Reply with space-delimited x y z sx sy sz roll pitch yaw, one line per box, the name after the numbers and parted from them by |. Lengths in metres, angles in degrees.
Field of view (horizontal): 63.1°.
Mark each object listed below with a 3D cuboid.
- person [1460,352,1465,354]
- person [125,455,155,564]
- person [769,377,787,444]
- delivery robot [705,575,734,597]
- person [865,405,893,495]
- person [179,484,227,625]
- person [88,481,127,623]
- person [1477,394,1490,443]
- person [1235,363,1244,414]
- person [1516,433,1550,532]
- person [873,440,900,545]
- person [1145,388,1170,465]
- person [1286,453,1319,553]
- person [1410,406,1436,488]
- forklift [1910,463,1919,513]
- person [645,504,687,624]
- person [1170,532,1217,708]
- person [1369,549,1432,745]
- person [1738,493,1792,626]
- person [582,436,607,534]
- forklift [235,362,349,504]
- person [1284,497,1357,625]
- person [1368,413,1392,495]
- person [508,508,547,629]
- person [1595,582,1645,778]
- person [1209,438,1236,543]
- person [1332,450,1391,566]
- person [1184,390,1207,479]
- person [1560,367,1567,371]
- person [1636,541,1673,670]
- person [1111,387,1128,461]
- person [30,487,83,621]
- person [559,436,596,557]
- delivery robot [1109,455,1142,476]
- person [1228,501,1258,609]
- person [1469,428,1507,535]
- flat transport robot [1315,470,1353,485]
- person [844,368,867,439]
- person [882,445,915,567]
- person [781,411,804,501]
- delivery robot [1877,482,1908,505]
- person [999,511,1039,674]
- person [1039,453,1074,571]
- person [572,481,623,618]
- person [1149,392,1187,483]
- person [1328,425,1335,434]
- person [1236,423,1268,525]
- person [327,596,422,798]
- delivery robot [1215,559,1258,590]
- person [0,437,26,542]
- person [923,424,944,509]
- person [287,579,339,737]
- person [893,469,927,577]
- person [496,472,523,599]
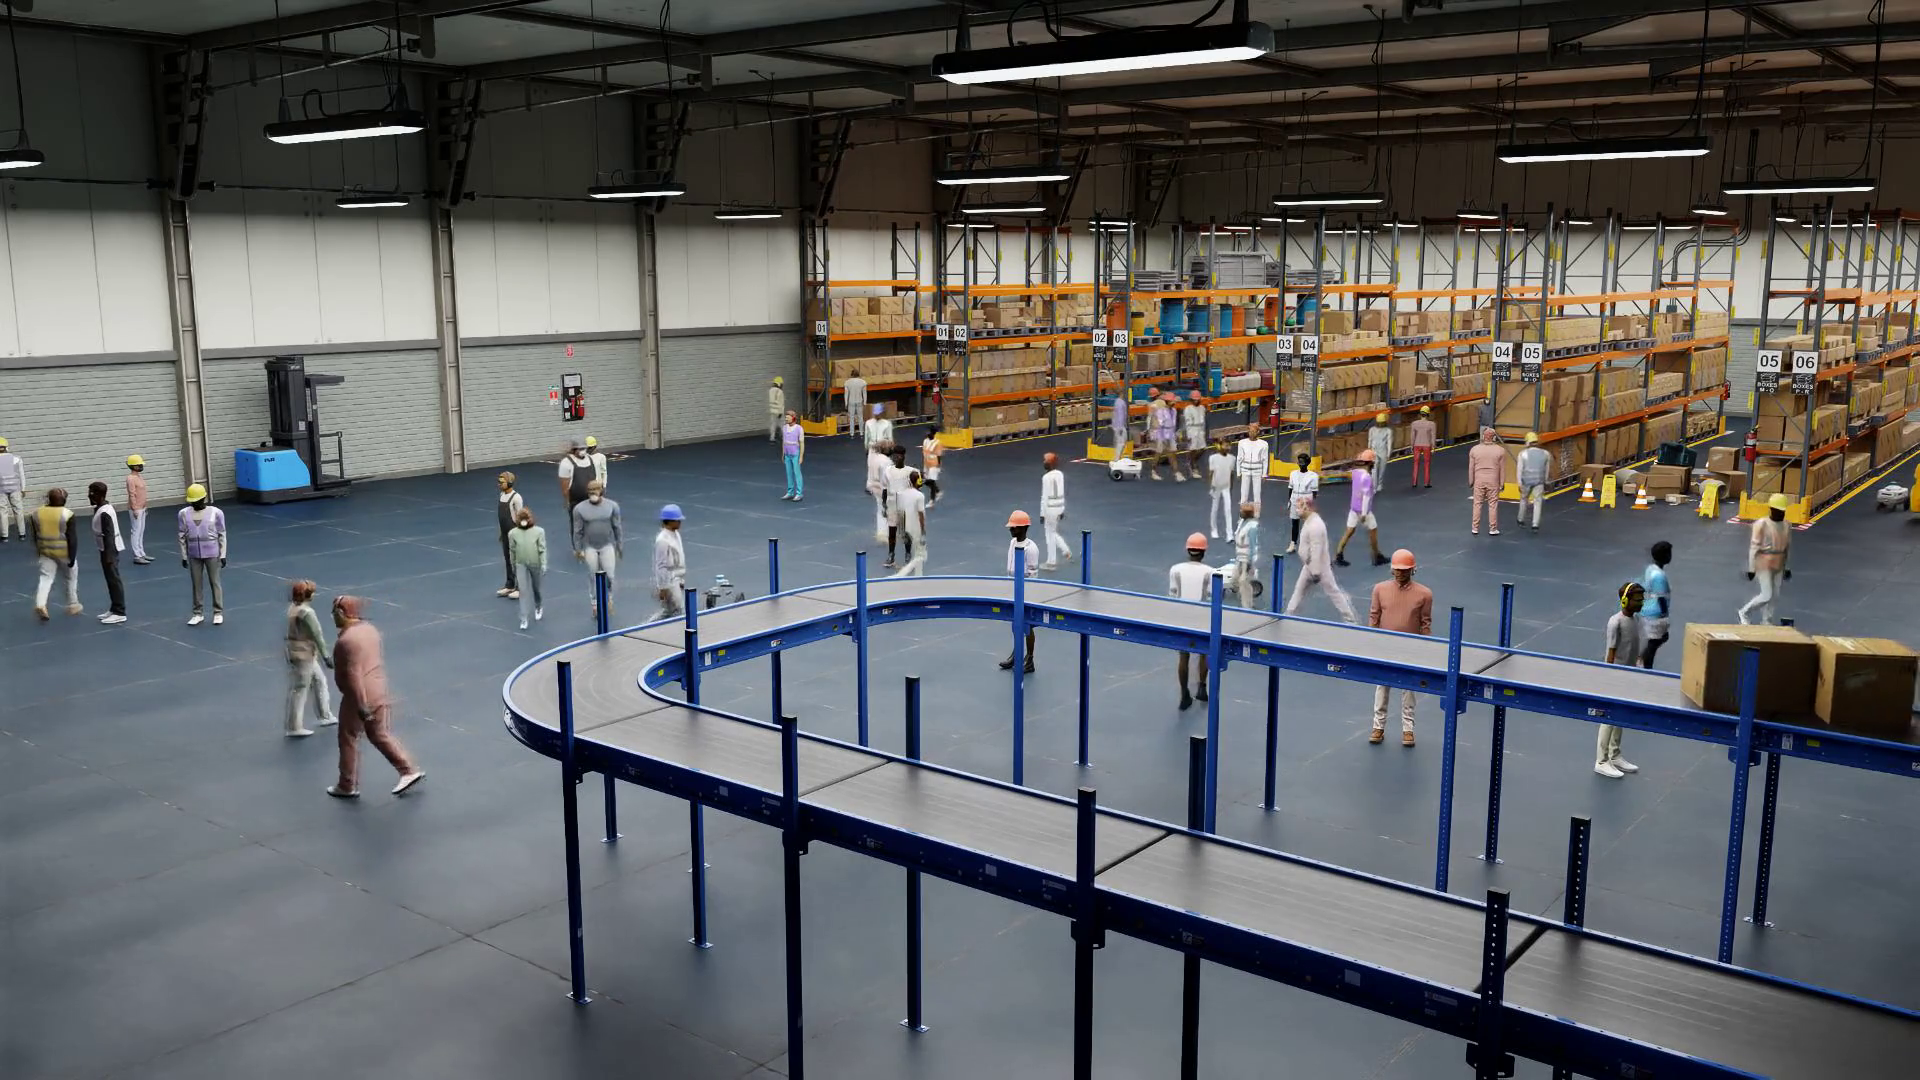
16.143 -5.044 50.276 0.617 1.987 0.407 1 10 8 | person
-13.300 -0.505 25.339 0.311 1.768 0.522 -2 10 -13 | person
-4.798 -3.476 41.950 0.824 1.796 0.609 -8 13 -39 | person
-3.314 0.603 21.635 0.335 0.223 0.698 1 10 7 | delivery robot
-1.722 -1.881 32.723 0.630 1.885 1.003 2 10 9 | person
-10.159 0.191 21.004 0.589 1.914 0.398 -1 10 -7 | person
-11.537 0.155 21.193 0.395 1.919 0.590 -6 12 -32 | person
13.002 -2.792 38.579 0.507 1.632 0.268 6 12 32 | person
9.050 -4.907 50.540 0.504 1.612 0.658 7 12 35 | person
10.390 -1.066 28.445 0.596 1.768 0.970 1 10 8 | person
-1.269 -0.811 26.908 0.453 1.829 0.628 -4 11 -22 | person
4.733 -2.706 37.422 0.603 1.882 0.382 -6 11 -28 | person
5.706 -0.606 26.100 0.535 1.697 0.318 7 13 36 | person
10.027 -2.022 33.876 0.534 1.767 0.314 5 11 27 | person
19.034 -1.348 28.998 2.313 2.155 1.214 8 13 37 | forklift
-3.622 0.498 19.258 0.828 1.926 0.612 0 10 2 | person
2.561 0.874 17.180 0.544 1.915 0.553 3 11 17 | person
4.435 1.073 15.810 0.611 1.995 0.381 3 11 19 | person
10.491 0.323 20.297 0.590 1.909 0.509 -4 11 -23 | person
-6.592 -0.984 28.055 0.526 1.761 0.337 -1 10 -8 | person
-13.803 -2.244 32.110 1.129 2.768 1.873 8 13 37 | forklift
4.704 0.325 20.607 1.171 1.802 0.658 1 10 5 | person
8.862 -1.843 33.037 0.492 1.704 0.865 3 11 18 | person
-5.806 0.337 21.056 0.496 1.600 0.798 -2 10 -11 | person
6.293 1.314 14.860 0.520 1.857 0.318 -10 14 -43 | person
4.584 -0.885 27.344 0.506 1.819 0.965 -1 10 -4 | person
6.448 -0.511 25.062 1.017 1.890 0.542 -3 11 -18 | person
5.305 -2.373 35.168 0.615 2.011 0.456 -7 12 -33 | person
17.637 -4.249 45.916 0.547 1.942 0.351 7 12 34 | person
8.012 0.843 17.980 0.360 1.686 0.539 3 11 18 | person
3.801 -2.671 37.140 0.420 1.903 0.658 0 10 3 | person
-12.376 0.179 21.394 0.625 1.805 0.904 -1 10 -4 | person
-6.247 -0.709 25.831 0.694 2.000 0.536 -9 13 -41 | person
3.715 -1.651 35.048 0.707 0.478 0.477 -1 10 -4 | delivery robot
3.870 0.278 21.293 0.371 1.626 0.536 -1 10 -8 | person
9.426 -1.042 27.962 0.646 1.908 0.408 5 11 26 | person
8.083 -1.386 34.619 1.431 0.197 0.652 -6 12 -32 | flat transport robot
-2.884 -3.765 43.199 0.635 1.937 0.352 -2 10 -12 | person
-0.966 -0.543 24.988 0.602 1.966 0.368 2 10 13 | person
-3.402 -1.726 31.982 0.567 1.844 0.375 9 13 40 | person
18.404 -0.906 30.856 0.707 0.478 0.477 -8 13 -40 | delivery robot
0.707 0.607 18.595 0.357 1.938 0.543 -6 12 -29 | person
1.483 -0.447 24.729 0.455 1.874 0.591 5 11 27 | person
-4.944 0.127 21.376 0.662 1.908 0.508 -3 10 -14 | person
4.594 -2.282 34.715 0.622 1.995 1.011 -8 13 -37 | person
10.532 -3.827 44.449 0.541 1.615 0.626 8 13 38 | person
5.418 -1.227 29.066 0.574 1.885 0.356 3 11 18 | person
-5.388 1.423 14.260 0.814 1.856 0.657 1 10 7 | person
3.983 0.523 22.814 0.707 0.478 0.477 -5 11 -24 | delivery robot
-16.640 -0.881 27.298 0.587 1.822 0.403 -9 13 -40 | person
-0.521 -1.476 31.044 0.503 1.682 0.535 -8 13 -39 | person
-6.654 1.207 16.133 0.731 1.609 0.529 -7 12 -36 | person
-0.687 -0.121 22.919 0.626 1.851 0.528 -6 12 -31 | person
-6.529 -0.080 22.721 0.506 1.847 0.345 9 14 42 | person
